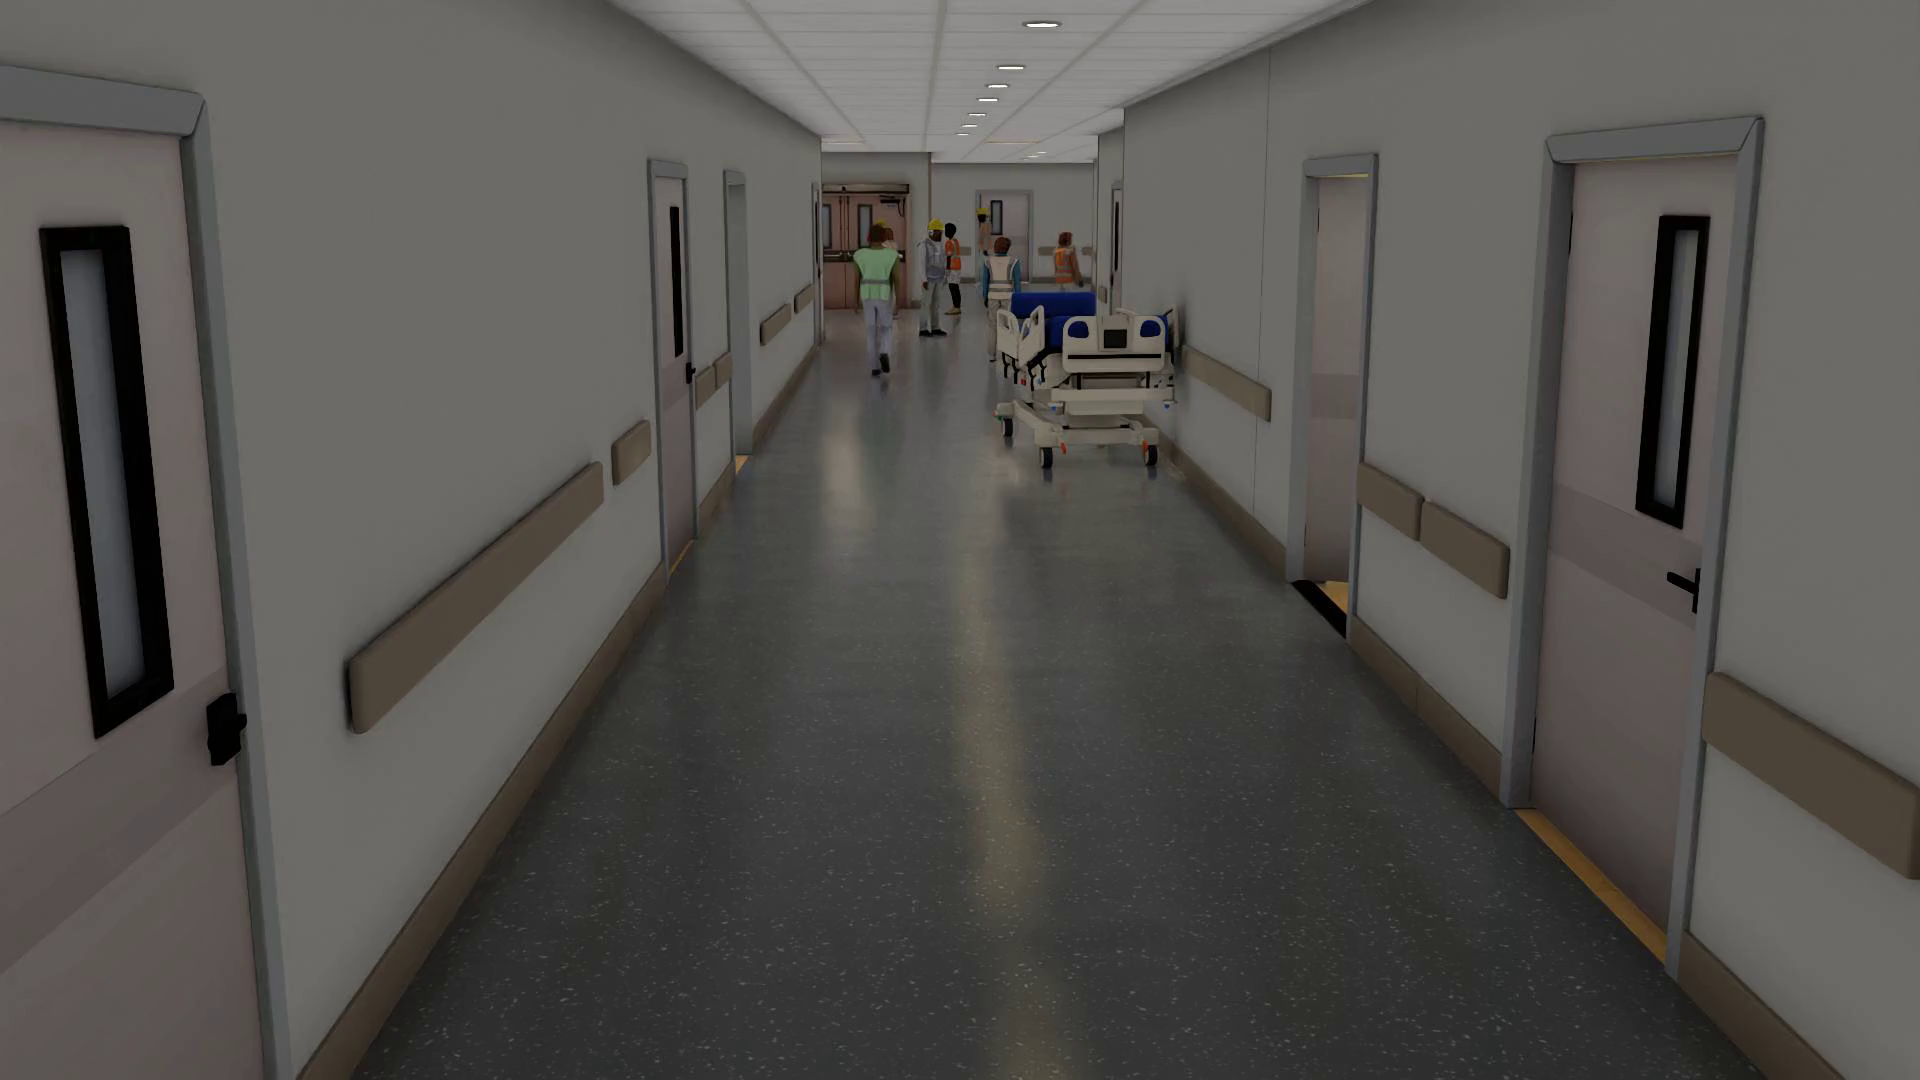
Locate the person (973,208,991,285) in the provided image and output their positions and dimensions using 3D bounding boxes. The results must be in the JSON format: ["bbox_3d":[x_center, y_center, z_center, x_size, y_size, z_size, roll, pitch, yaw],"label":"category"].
[{"bbox_3d":[0.623,-7.226,41.015,0.545,1.910,0.591,-1,12,-3],"label":"person"}]

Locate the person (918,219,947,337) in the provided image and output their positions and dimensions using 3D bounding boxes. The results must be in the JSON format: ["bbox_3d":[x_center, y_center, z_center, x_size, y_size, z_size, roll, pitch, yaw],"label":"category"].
[{"bbox_3d":[-0.412,-4.080,25.921,0.403,1.824,0.600,10,15,39],"label":"person"}]

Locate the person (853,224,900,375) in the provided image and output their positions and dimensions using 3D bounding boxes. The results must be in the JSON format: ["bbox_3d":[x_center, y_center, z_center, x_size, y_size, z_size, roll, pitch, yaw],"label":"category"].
[{"bbox_3d":[-1.013,-2.899,20.136,0.574,1.831,0.461,0,12,0],"label":"person"}]

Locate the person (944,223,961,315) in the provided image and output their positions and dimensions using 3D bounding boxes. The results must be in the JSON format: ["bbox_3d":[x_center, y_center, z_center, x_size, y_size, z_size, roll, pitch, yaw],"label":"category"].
[{"bbox_3d":[-0.146,-5.026,30.854,0.320,1.689,0.534,3,12,13],"label":"person"}]

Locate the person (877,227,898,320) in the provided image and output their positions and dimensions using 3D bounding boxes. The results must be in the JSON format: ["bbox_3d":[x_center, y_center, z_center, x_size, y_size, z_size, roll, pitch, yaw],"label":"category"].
[{"bbox_3d":[-1.271,-4.705,29.426,0.311,1.631,0.511,7,13,30],"label":"person"}]

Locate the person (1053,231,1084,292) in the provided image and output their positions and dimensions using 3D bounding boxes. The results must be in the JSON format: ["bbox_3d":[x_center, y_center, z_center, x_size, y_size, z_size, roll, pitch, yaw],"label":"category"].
[{"bbox_3d":[1.707,-4.161,26.817,0.475,1.617,0.539,-8,14,-35],"label":"person"}]

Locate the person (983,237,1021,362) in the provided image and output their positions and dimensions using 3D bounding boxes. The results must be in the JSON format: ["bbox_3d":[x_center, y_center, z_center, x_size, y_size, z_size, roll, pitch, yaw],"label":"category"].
[{"bbox_3d":[0.551,-3.156,21.864,0.523,1.636,0.311,4,12,18],"label":"person"}]
